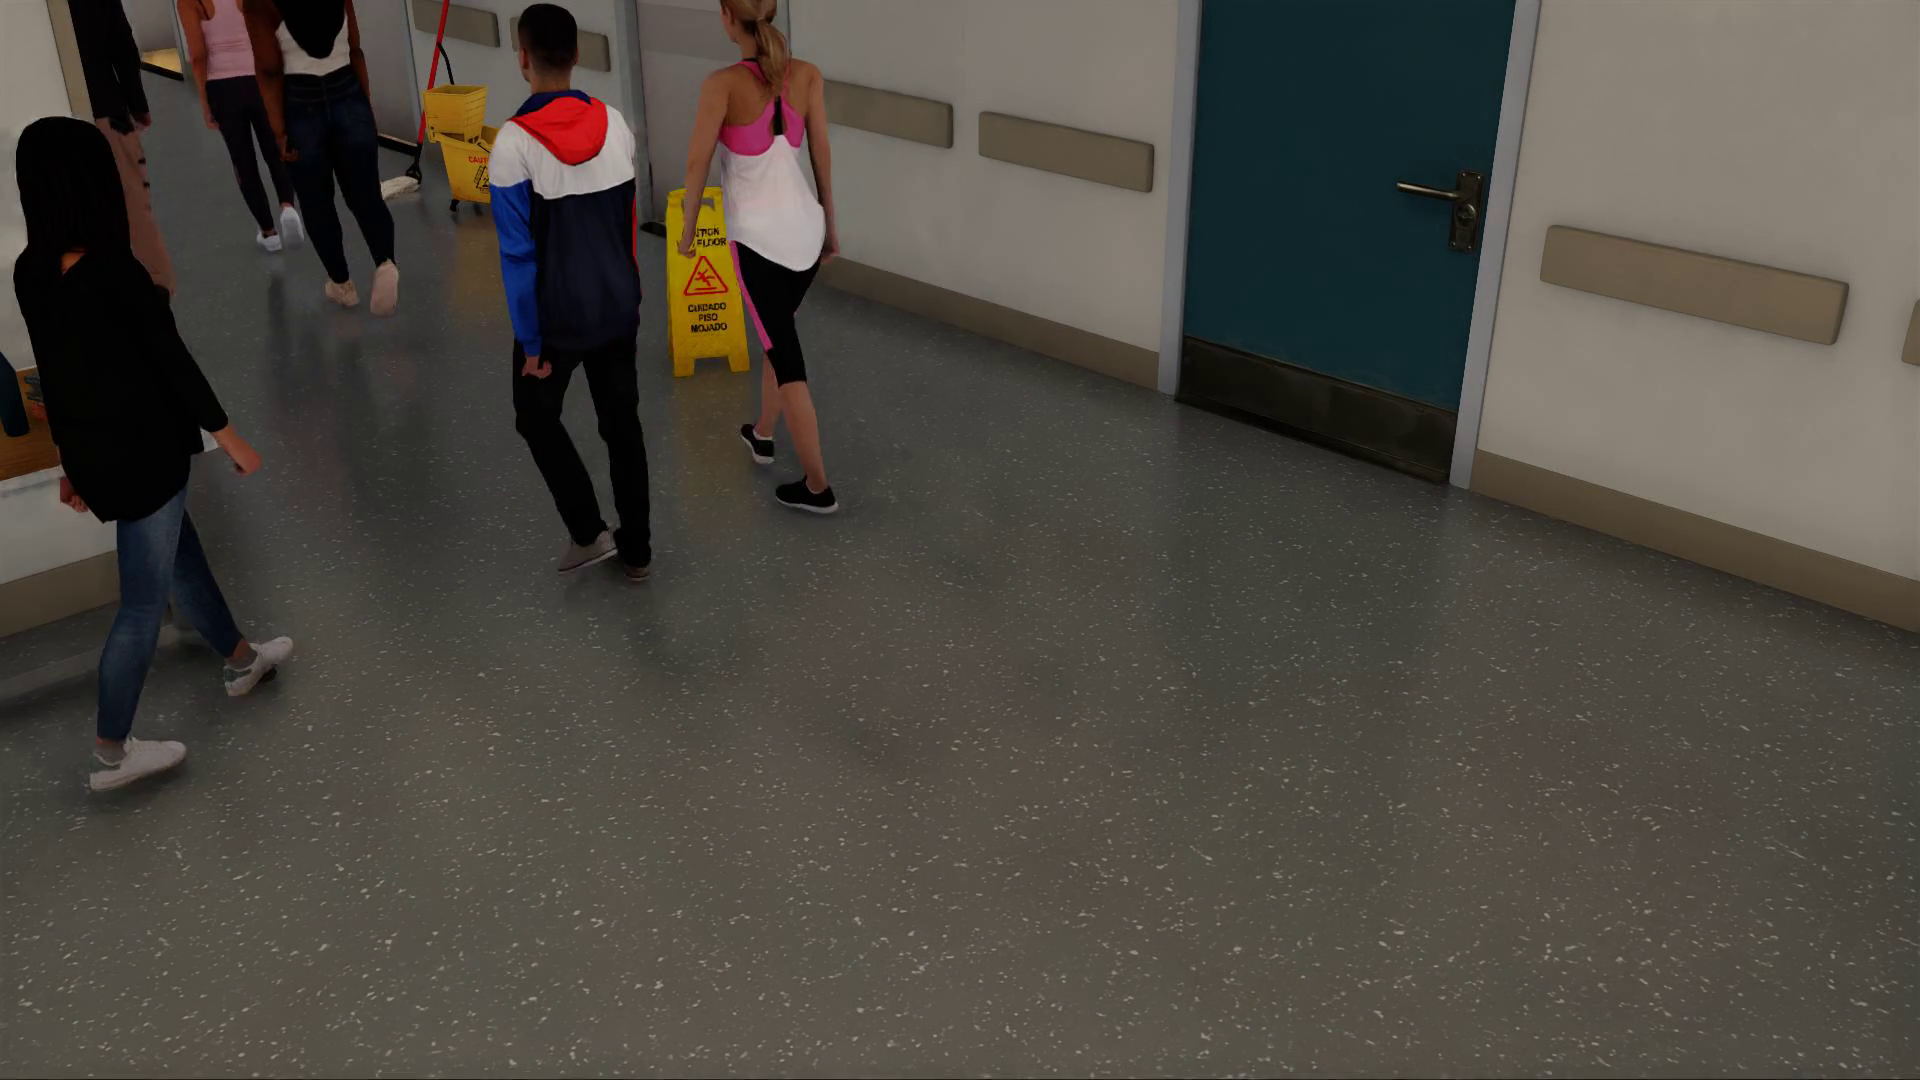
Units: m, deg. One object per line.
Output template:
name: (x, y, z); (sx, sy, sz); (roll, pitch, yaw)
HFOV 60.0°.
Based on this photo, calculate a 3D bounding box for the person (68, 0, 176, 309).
person: (-3.673, -1.747, 6.991); (0.799, 1.901, 1.176); (-18, 31, -33)

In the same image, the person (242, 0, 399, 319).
person: (-2.737, -1.806, 7.254); (0.787, 1.779, 1.150); (-16, 30, -30)

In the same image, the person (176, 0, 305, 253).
person: (-3.530, -2.199, 8.229); (0.693, 1.639, 0.865); (-15, 30, -28)

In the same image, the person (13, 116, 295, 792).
person: (-2.056, -0.158, 4.028); (0.994, 1.612, 0.827); (13, 29, 25)

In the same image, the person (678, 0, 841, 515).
person: (-0.555, -0.917, 5.440); (0.719, 1.754, 0.990); (-21, 33, -37)

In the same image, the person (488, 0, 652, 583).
person: (-1.073, -0.648, 4.892); (0.665, 1.745, 0.659); (-19, 32, -34)
